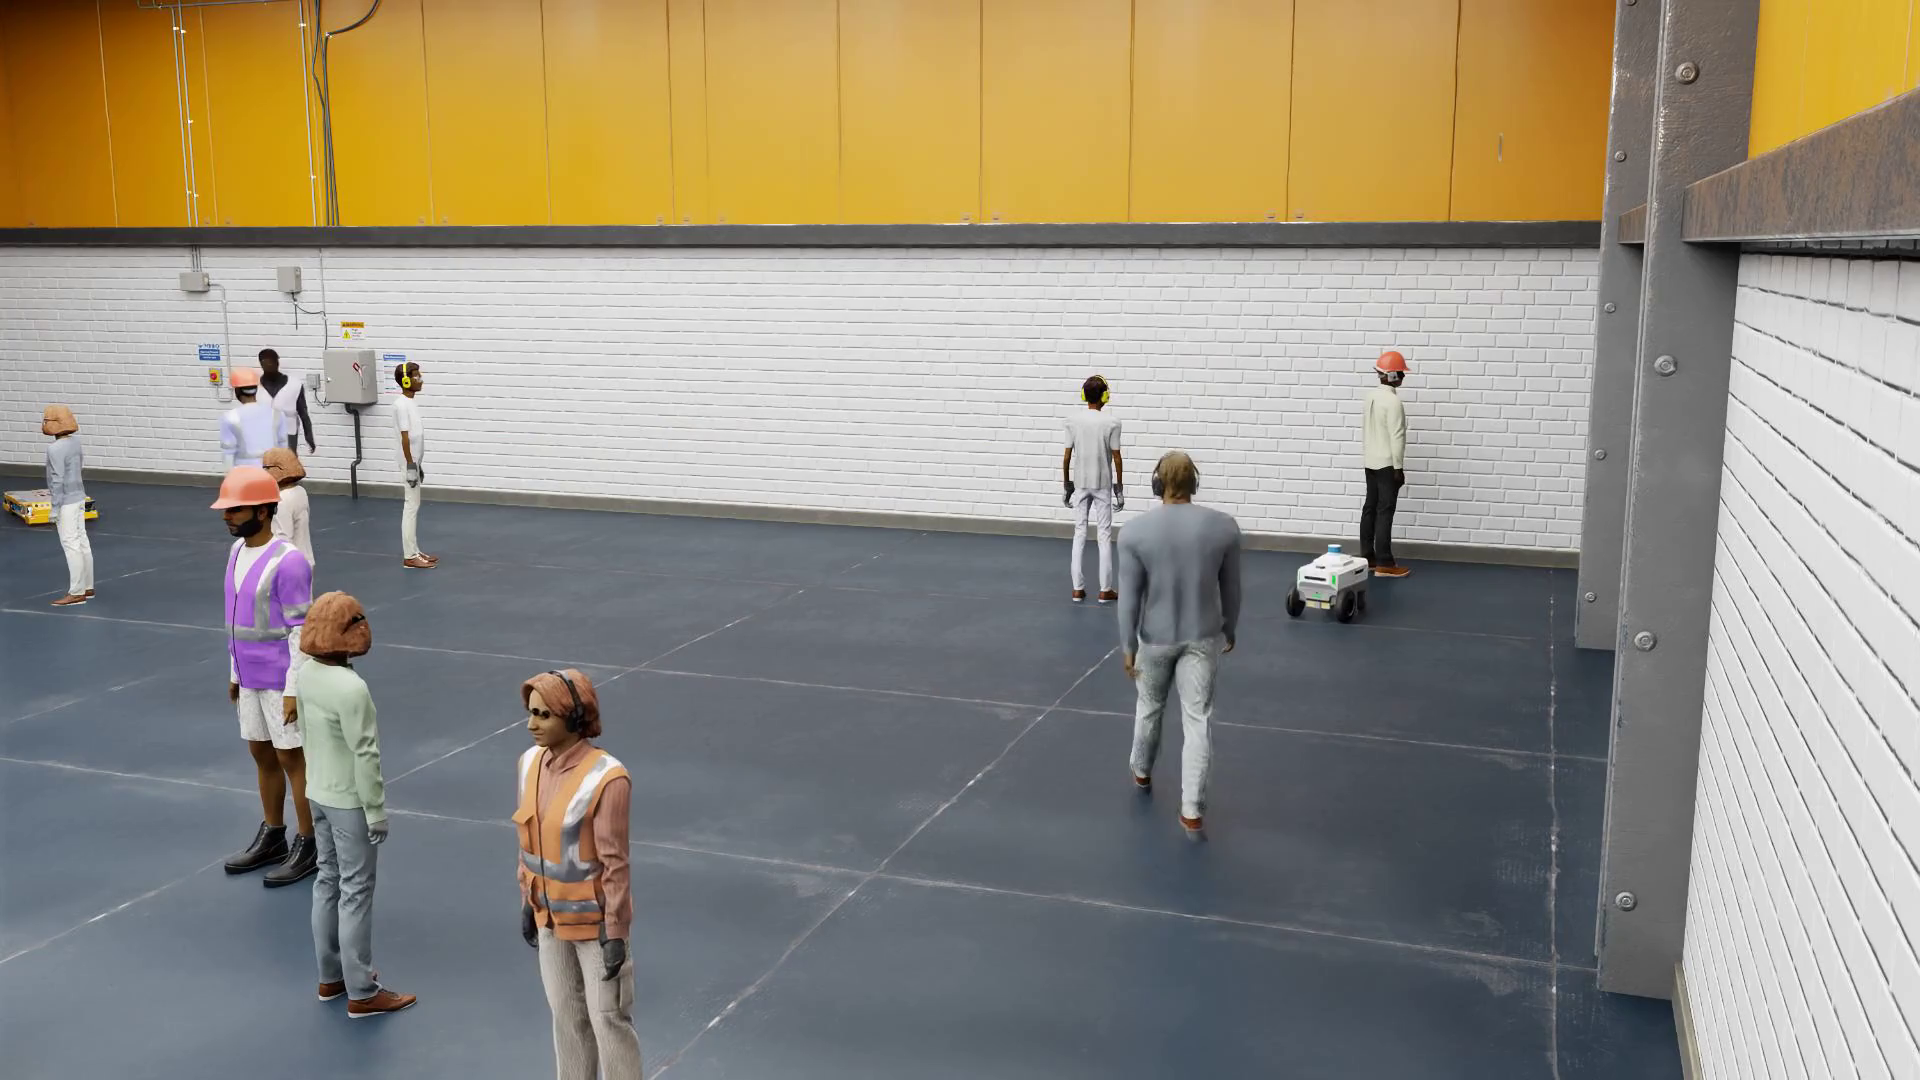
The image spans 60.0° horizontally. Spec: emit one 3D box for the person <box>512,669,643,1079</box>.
[{"bbox_3d":[-1.198,1.198,5.226,0.519,1.633,0.312,8,13,40],"label":"person"}]

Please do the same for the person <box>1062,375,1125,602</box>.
[{"bbox_3d":[1.096,-0.418,13.670,0.535,1.864,0.309,4,11,20],"label":"person"}]

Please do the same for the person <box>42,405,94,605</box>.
[{"bbox_3d":[-7.297,-0.288,13.578,0.282,1.636,0.500,-2,10,-8],"label":"person"}]

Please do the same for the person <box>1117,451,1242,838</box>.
[{"bbox_3d":[1.114,0.487,8.517,0.653,1.883,1.021,0,10,1],"label":"person"}]

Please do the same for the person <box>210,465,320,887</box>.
[{"bbox_3d":[-3.187,0.619,7.622,0.543,1.939,0.362,7,12,35],"label":"person"}]

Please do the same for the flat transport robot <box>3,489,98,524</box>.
[{"bbox_3d":[-9.845,-0.385,17.969,0.652,0.197,1.431,-8,13,-38],"label":"flat transport robot"}]

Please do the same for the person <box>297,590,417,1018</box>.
[{"bbox_3d":[-2.332,0.998,6.342,0.500,1.636,0.280,10,14,43],"label":"person"}]

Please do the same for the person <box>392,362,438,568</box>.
[{"bbox_3d":[-4.966,-0.681,15.126,0.328,1.876,0.513,-2,10,-14],"label":"person"}]

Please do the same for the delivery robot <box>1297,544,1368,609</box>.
[{"bbox_3d":[2.957,0.279,13.168,0.477,0.478,0.707,7,12,35],"label":"delivery robot"}]

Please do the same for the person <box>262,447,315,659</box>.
[{"bbox_3d":[-4.332,0.210,10.783,0.267,1.632,0.507,-1,10,-6],"label":"person"}]

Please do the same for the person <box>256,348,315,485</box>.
[{"bbox_3d":[-7.163,-1.102,17.537,0.647,1.872,0.920,-2,10,-11],"label":"person"}]

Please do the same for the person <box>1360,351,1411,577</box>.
[{"bbox_3d":[3.776,-0.677,14.758,0.378,1.996,0.610,-2,10,-13],"label":"person"}]

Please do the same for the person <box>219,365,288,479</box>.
[{"bbox_3d":[-5.905,-0.510,14.024,0.571,1.921,0.610,-8,13,-37],"label":"person"}]
